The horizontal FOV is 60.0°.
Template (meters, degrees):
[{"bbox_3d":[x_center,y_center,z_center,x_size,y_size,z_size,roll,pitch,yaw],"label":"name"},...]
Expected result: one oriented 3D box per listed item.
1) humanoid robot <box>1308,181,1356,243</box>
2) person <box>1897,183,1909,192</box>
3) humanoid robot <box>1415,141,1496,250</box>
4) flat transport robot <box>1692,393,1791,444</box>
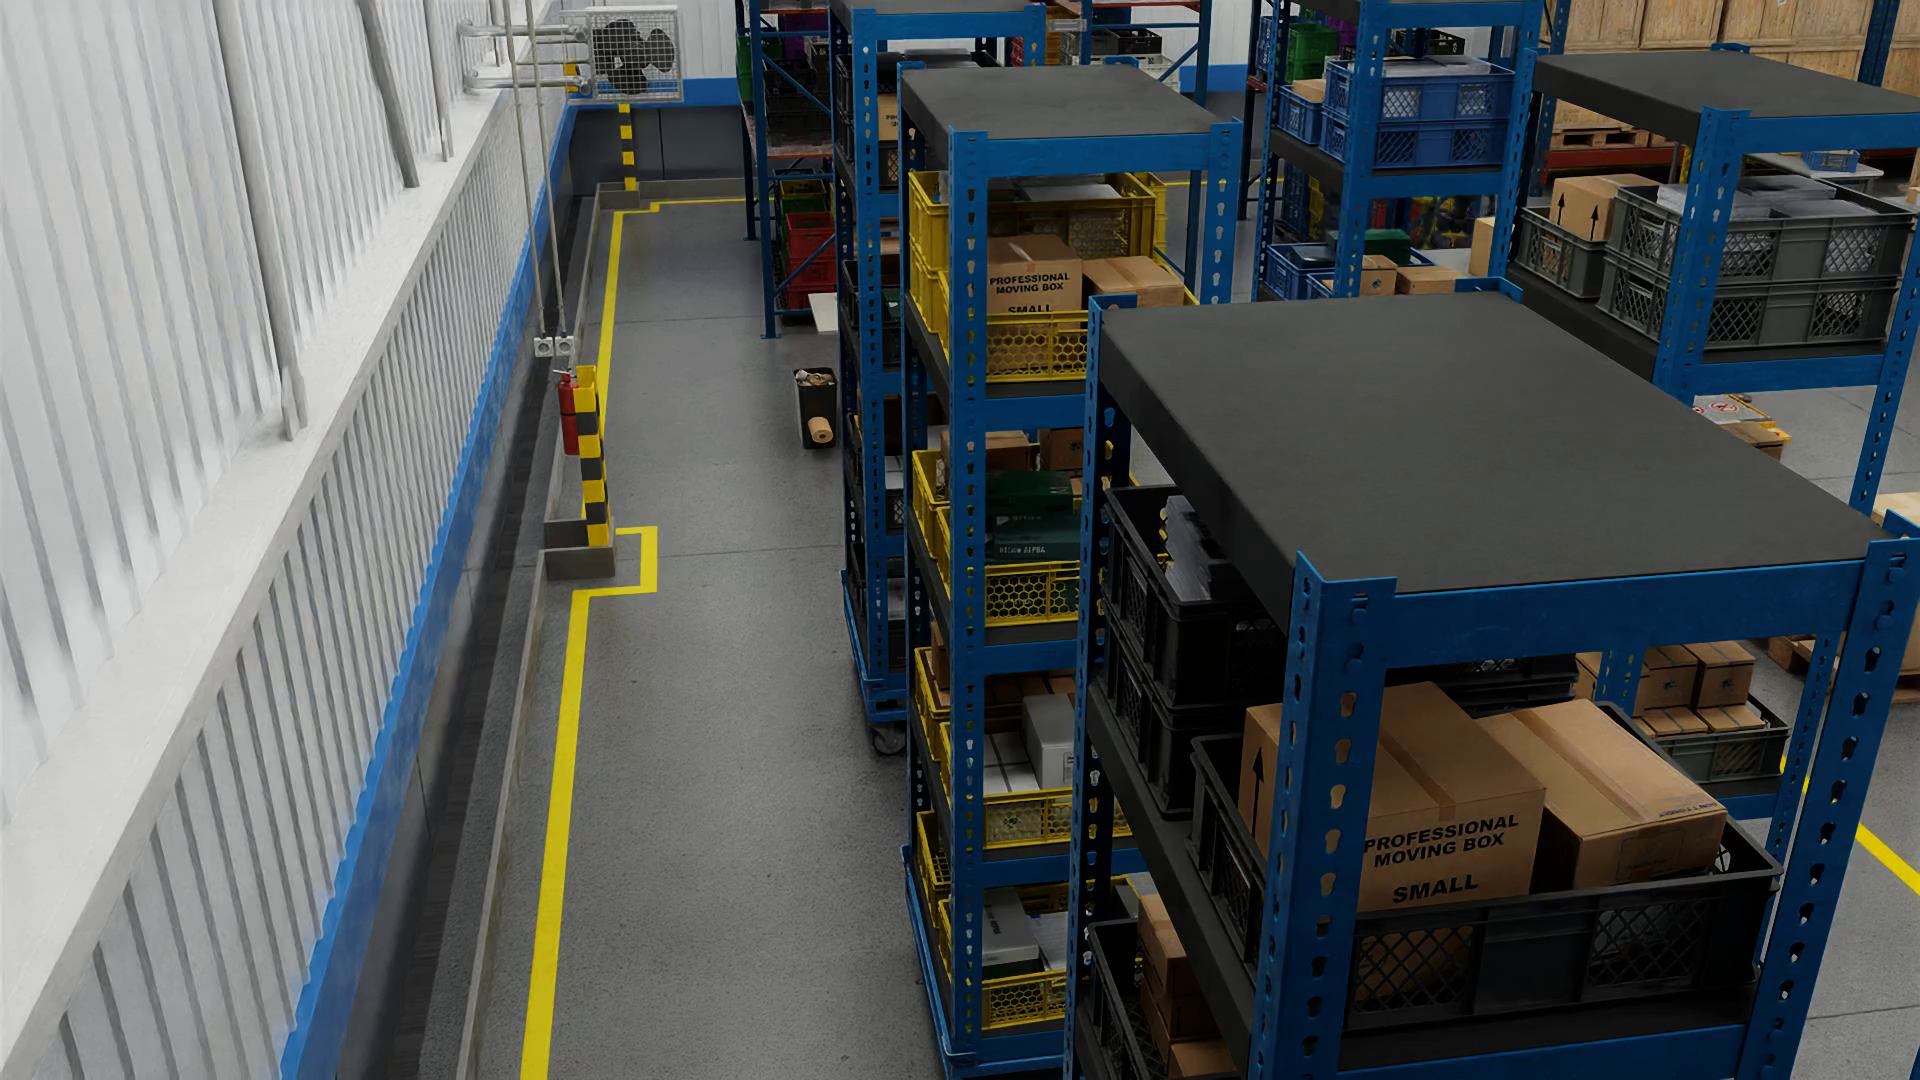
[{"bbox_3d":[3.195,-2.713,14.518,0.549,1.643,0.565,16,29,32],"label":"humanoid robot"},{"bbox_3d":[11.220,-4.996,19.100,0.610,1.991,0.388,-15,29,-30],"label":"person"},{"bbox_3d":[4.284,-2.641,14.380,0.657,1.632,0.434,0,25,-1],"label":"humanoid robot"},{"bbox_3d":[5.224,-0.859,12.132,1.431,0.197,0.652,-4,25,-8],"label":"flat transport robot"}]
